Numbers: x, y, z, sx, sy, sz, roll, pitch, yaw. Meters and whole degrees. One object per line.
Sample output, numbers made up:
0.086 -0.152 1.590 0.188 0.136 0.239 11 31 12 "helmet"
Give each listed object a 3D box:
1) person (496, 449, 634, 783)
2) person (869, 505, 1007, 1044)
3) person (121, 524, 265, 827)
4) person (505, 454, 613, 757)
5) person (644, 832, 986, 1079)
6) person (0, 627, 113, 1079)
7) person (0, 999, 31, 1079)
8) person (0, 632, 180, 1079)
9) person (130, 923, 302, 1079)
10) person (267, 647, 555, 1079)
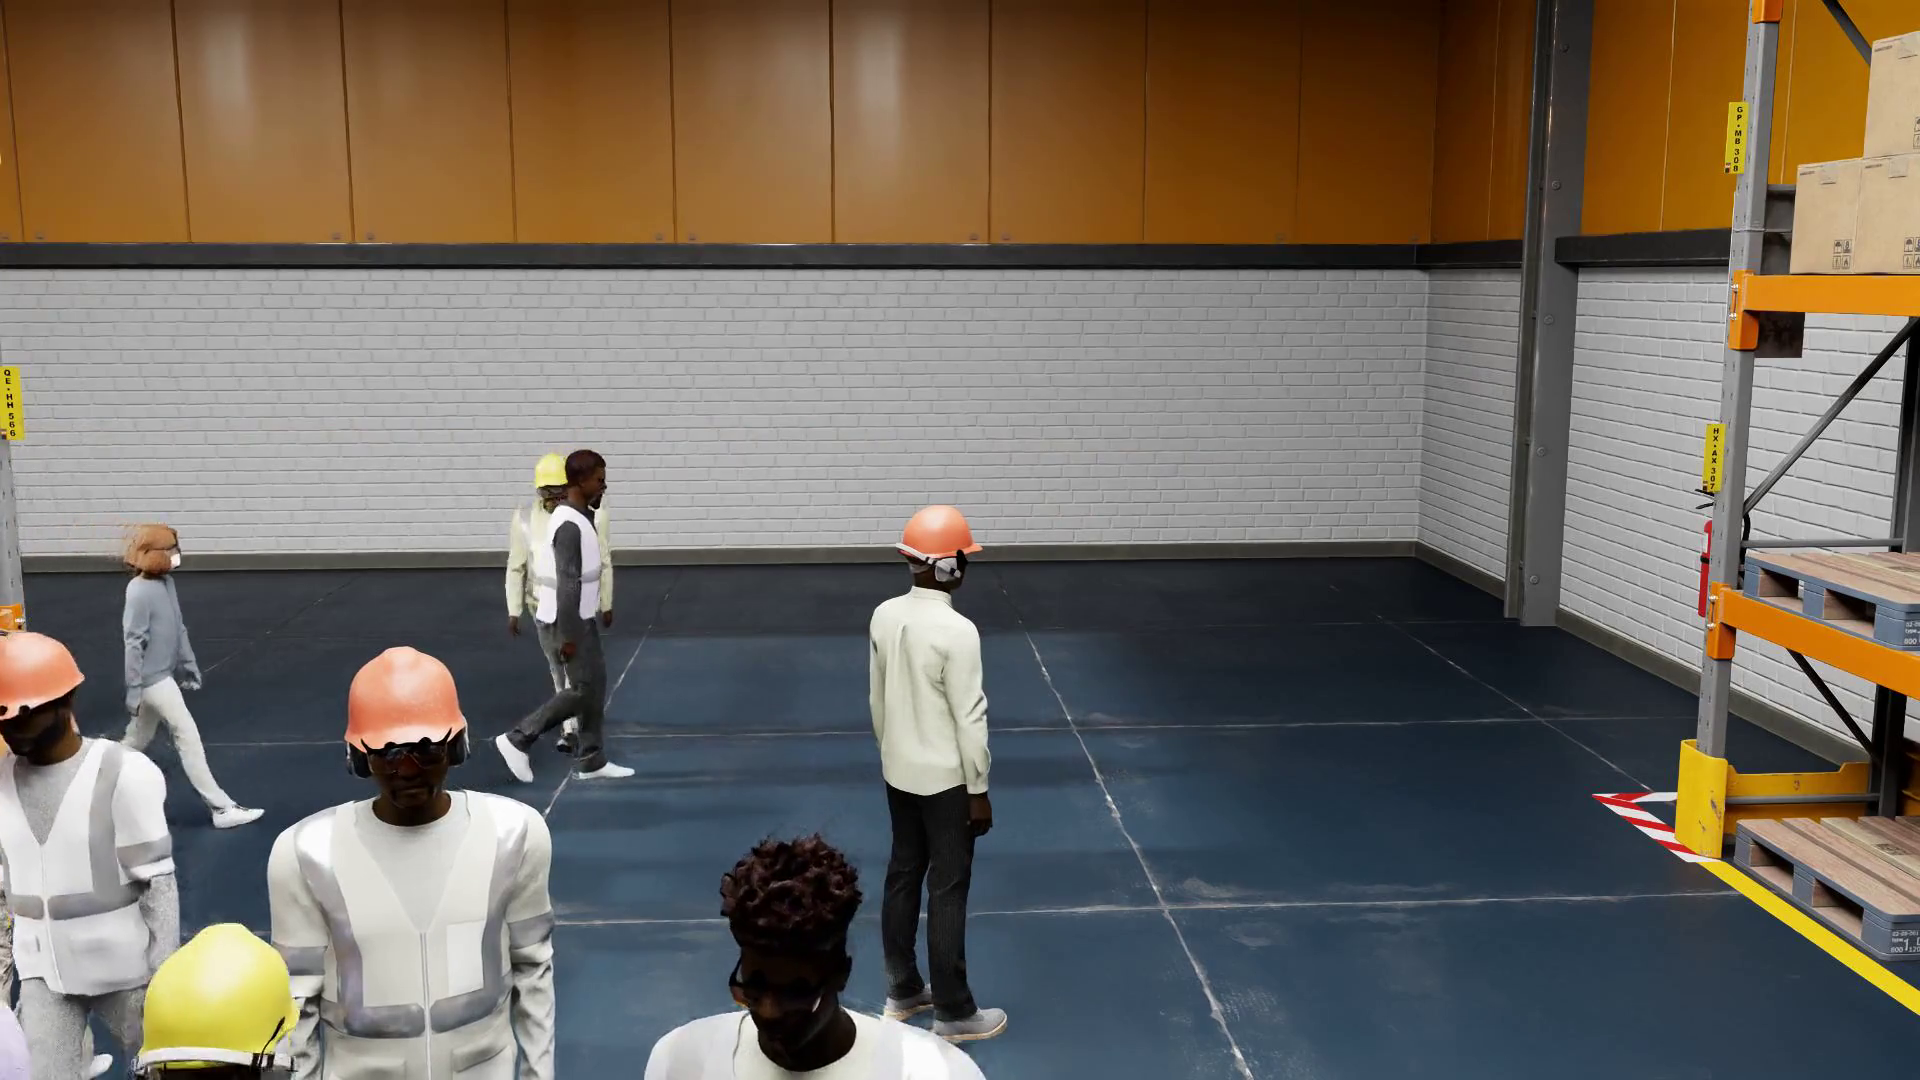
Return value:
-2.194 0.437 9.208 0.638 1.891 0.612 -2 9 -9 "person"
-0.090 0.862 6.186 0.378 1.996 0.611 -7 12 -38 "person"
-4.062 0.699 8.475 0.852 1.583 0.516 -2 9 -11 "person"
-2.402 0.372 9.944 0.605 1.772 0.966 0 9 -2 "person"
-0.231 1.427 2.792 0.629 1.952 0.410 1 9 7 "person"
-3.240 1.113 5.720 0.514 1.641 0.309 -1 9 -9 "person"
-1.914 1.436 2.929 0.674 1.884 0.570 0 9 -2 "person"
-2.409 1.150 4.717 0.587 1.897 0.934 1 9 4 "person"
-1.145 1.519 2.641 0.599 1.816 0.612 -2 9 -10 "person"
-1.183 1.236 3.689 0.604 2.044 0.375 -4 10 -25 "person"
